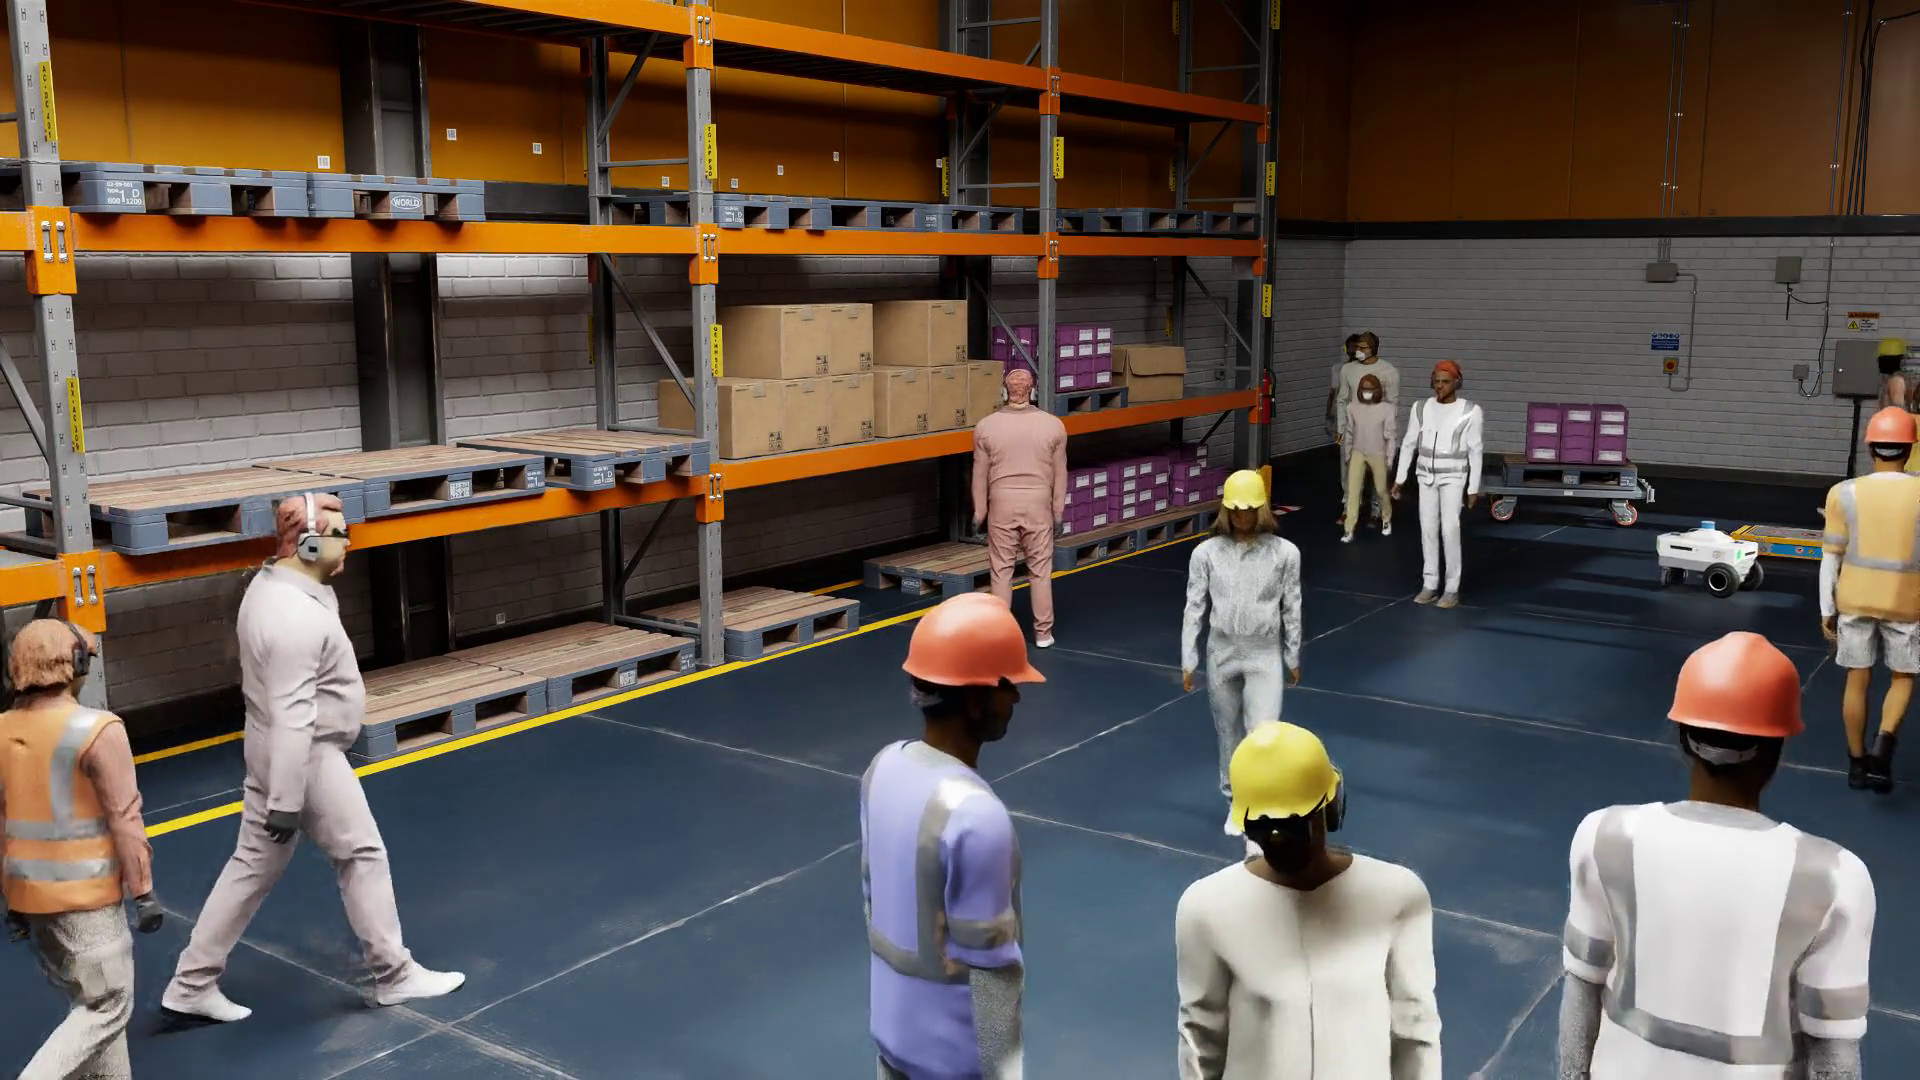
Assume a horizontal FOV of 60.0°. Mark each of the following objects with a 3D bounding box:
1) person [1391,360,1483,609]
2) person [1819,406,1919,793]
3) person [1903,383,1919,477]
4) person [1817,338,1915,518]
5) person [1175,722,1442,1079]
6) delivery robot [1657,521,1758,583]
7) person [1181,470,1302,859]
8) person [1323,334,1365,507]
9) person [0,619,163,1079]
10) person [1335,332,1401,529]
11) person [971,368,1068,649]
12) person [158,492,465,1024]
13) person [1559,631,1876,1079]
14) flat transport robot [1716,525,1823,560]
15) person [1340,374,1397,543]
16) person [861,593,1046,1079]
[{"bbox_3d":[3.642,-0.428,12.678,0.595,1.875,0.457,9,13,44],"label":"person"},{"bbox_3d":[4.489,0.315,8.111,0.570,1.926,0.550,6,11,32],"label":"person"},{"bbox_3d":[6.724,-0.220,11.645,0.595,1.806,0.641,-3,10,-20],"label":"person"},{"bbox_3d":[9.036,-1.032,16.280,0.992,1.871,0.618,7,12,35],"label":"person"},{"bbox_3d":[0.706,1.182,3.484,0.539,1.734,0.686,0,10,1],"label":"person"},{"bbox_3d":[5.941,0.090,13.242,0.477,0.478,0.707,-8,12,-39],"label":"delivery robot"},{"bbox_3d":[1.230,0.550,7.342,0.514,1.700,0.855,3,10,15],"label":"person"},{"bbox_3d":[4.169,-1.270,17.807,0.524,1.834,0.842,3,10,18],"label":"person"},{"bbox_3d":[-2.592,1.040,4.718,0.556,1.604,0.636,4,11,25],"label":"person"},{"bbox_3d":[4.005,-1.081,16.389,0.635,1.935,0.350,7,12,35],"label":"person"},{"bbox_3d":[0.405,-0.202,11.244,0.643,1.907,0.409,0,10,0],"label":"person"},{"bbox_3d":[-2.299,0.757,5.704,0.969,1.859,0.637,-6,11,-33],"label":"person"},{"bbox_3d":[1.429,1.137,3.237,0.545,1.924,0.547,6,11,31],"label":"person"},{"bbox_3d":[7.424,0.044,14.640,1.431,0.197,0.652,7,12,35],"label":"flat transport robot"},{"bbox_3d":[3.891,-0.793,15.739,0.529,1.580,0.861,6,11,31],"label":"person"},{"bbox_3d":[0.003,1.068,3.593,0.378,1.933,0.551,-5,11,-27],"label":"person"}]
